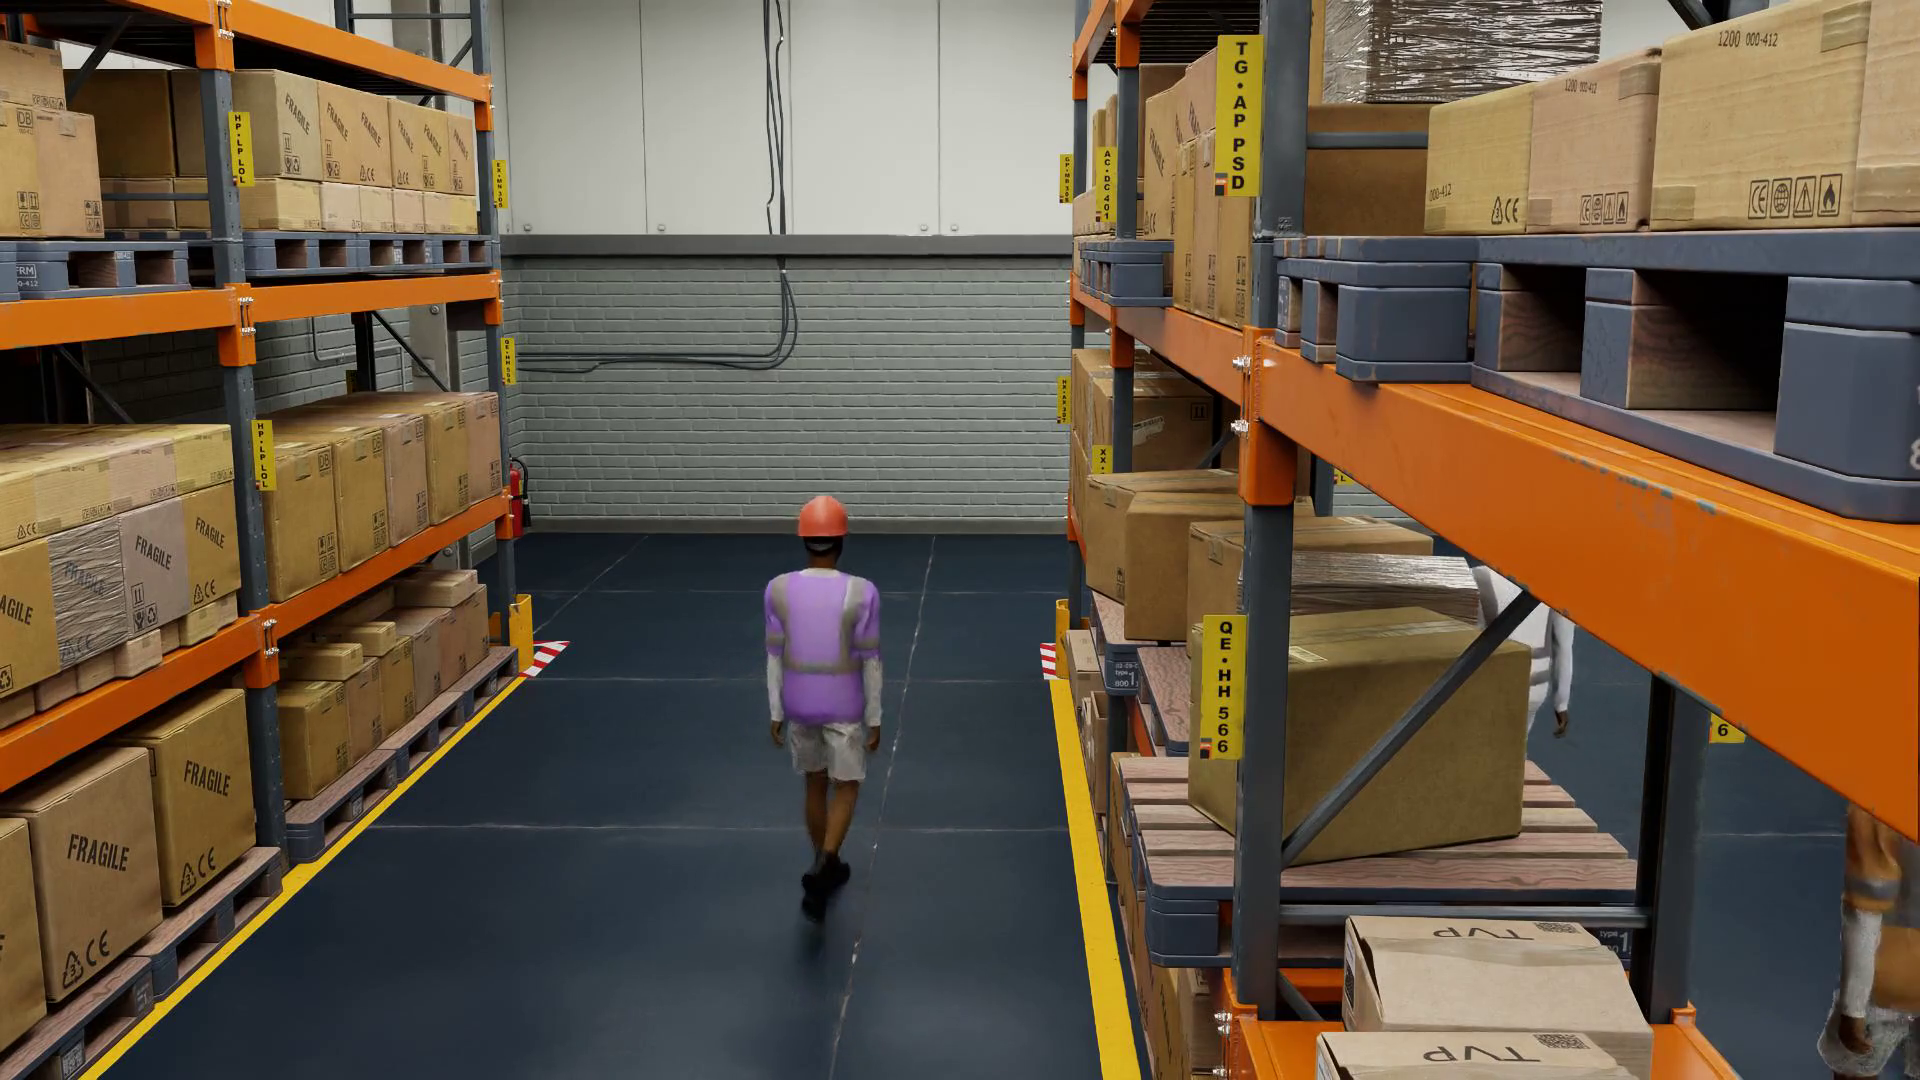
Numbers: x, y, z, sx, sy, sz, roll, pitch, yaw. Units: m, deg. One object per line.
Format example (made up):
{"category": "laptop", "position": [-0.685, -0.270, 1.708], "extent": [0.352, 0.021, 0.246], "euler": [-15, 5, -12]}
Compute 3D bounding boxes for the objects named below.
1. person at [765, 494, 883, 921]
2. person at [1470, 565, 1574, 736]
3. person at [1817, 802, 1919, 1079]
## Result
{"category": "person", "position": [-0.627, 0.758, 7.511], "extent": [0.549, 1.918, 0.758], "euler": [2, 10, 11]}
{"category": "person", "position": [2.603, 0.728, 7.879], "extent": [0.584, 1.847, 0.942], "euler": [0, 10, -2]}
{"category": "person", "position": [2.761, 1.255, 4.720], "extent": [0.558, 1.915, 0.746], "euler": [-2, 10, -10]}
